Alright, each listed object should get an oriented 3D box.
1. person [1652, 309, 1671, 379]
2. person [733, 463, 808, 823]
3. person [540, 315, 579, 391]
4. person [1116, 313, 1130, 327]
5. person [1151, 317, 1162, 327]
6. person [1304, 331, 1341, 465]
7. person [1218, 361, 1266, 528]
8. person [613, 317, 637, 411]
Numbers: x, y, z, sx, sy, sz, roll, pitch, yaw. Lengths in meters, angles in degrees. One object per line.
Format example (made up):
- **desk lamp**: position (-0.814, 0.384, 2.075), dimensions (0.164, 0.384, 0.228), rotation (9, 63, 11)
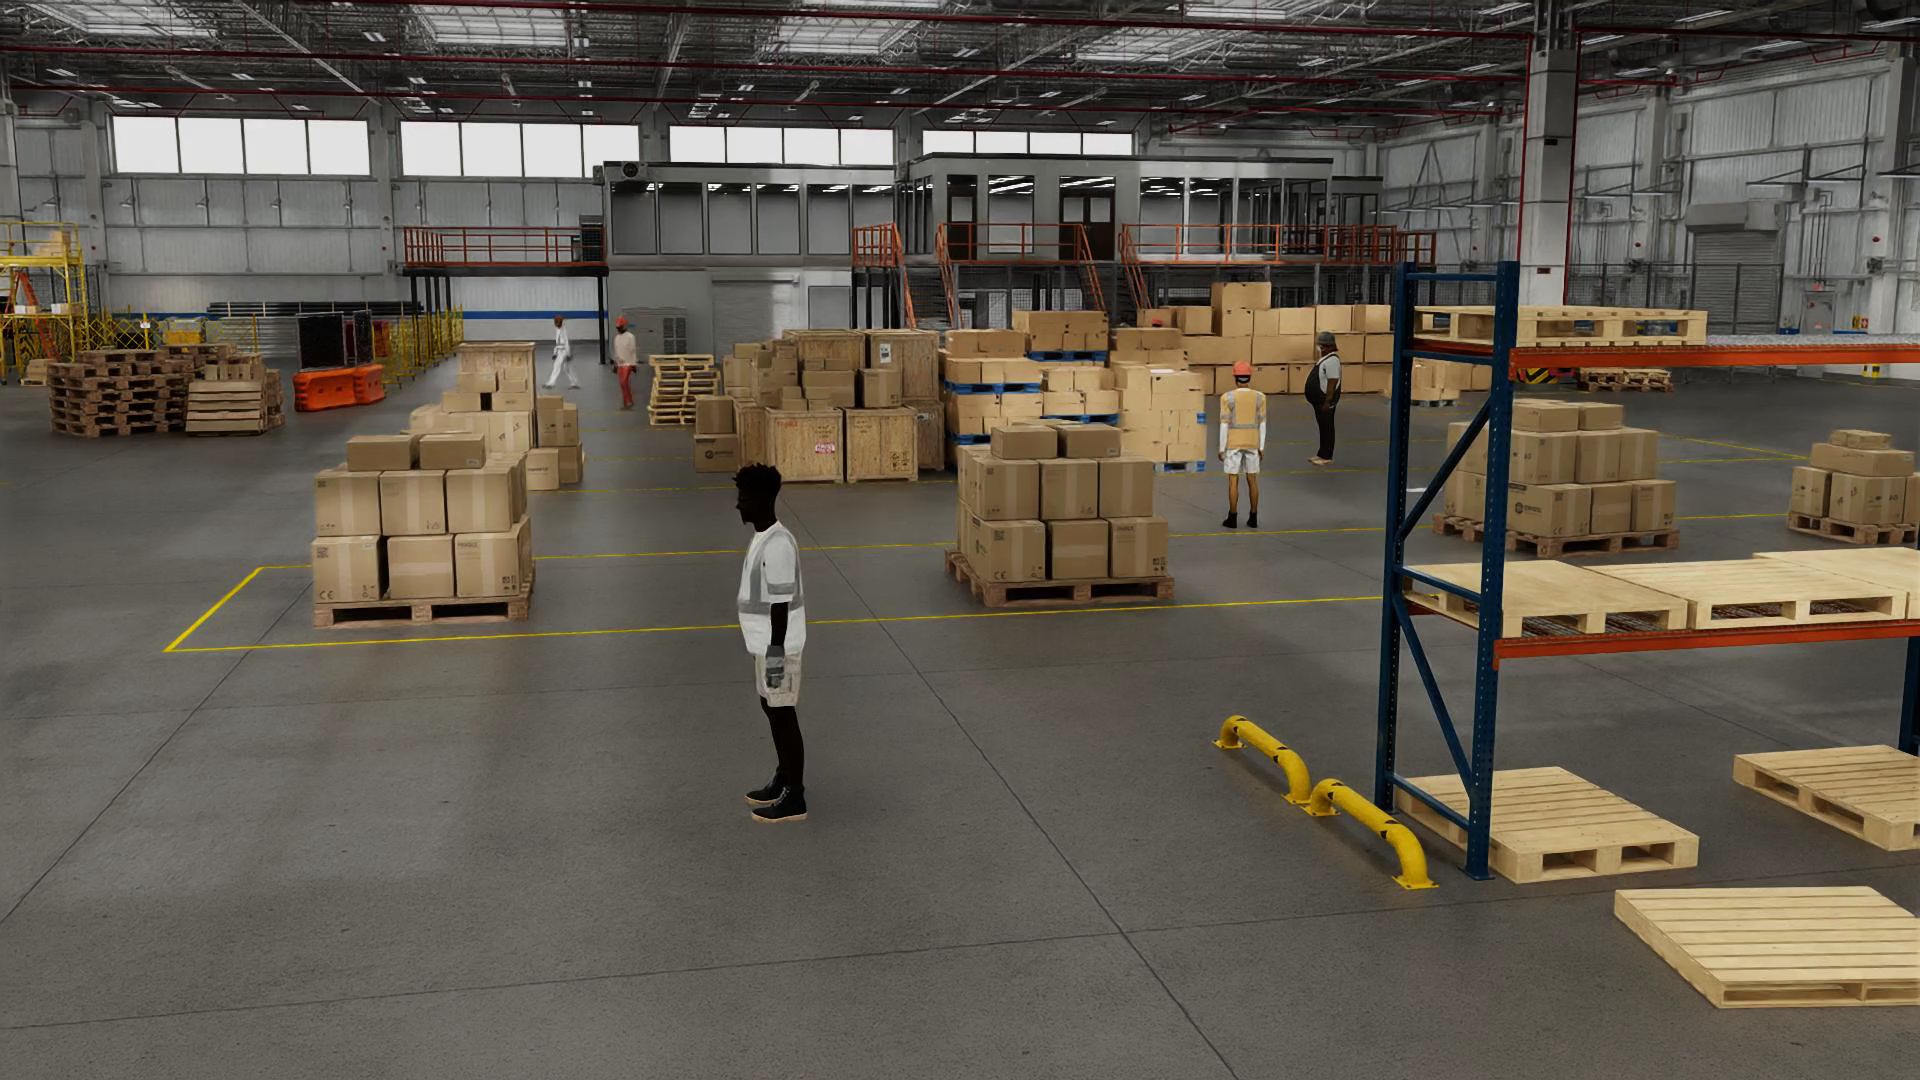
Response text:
- **person**: position (18.355, -5.066, 43.393), dimensions (0.499, 1.923, 0.628), rotation (-1, 9, -9)
- **person**: position (-1.033, 0.550, 9.093), dimensions (0.378, 1.958, 0.606), rotation (-3, 10, -15)
- **person**: position (-9.759, -4.546, 40.522), dimensions (0.997, 1.829, 0.593), rotation (-4, 10, -23)
- **person**: position (4.202, -4.901, 42.644), dimensions (0.326, 1.843, 0.516), rotation (-9, 13, -44)
- **person**: position (4.253, -3.883, 36.165), dimensions (0.551, 1.932, 0.378), rotation (6, 11, 32)
- **person**: position (5.515, -2.156, 25.319), dimensions (0.538, 2.000, 0.682), rotation (1, 9, 4)
- **person**: position (3.247, -1.102, 19.214), dimensions (0.551, 1.932, 0.377), rotation (-1, 9, -8)
- **person**: position (-7.015, -3.657, 34.660), dimensions (0.646, 1.972, 0.460), rotation (9, 13, 42)
